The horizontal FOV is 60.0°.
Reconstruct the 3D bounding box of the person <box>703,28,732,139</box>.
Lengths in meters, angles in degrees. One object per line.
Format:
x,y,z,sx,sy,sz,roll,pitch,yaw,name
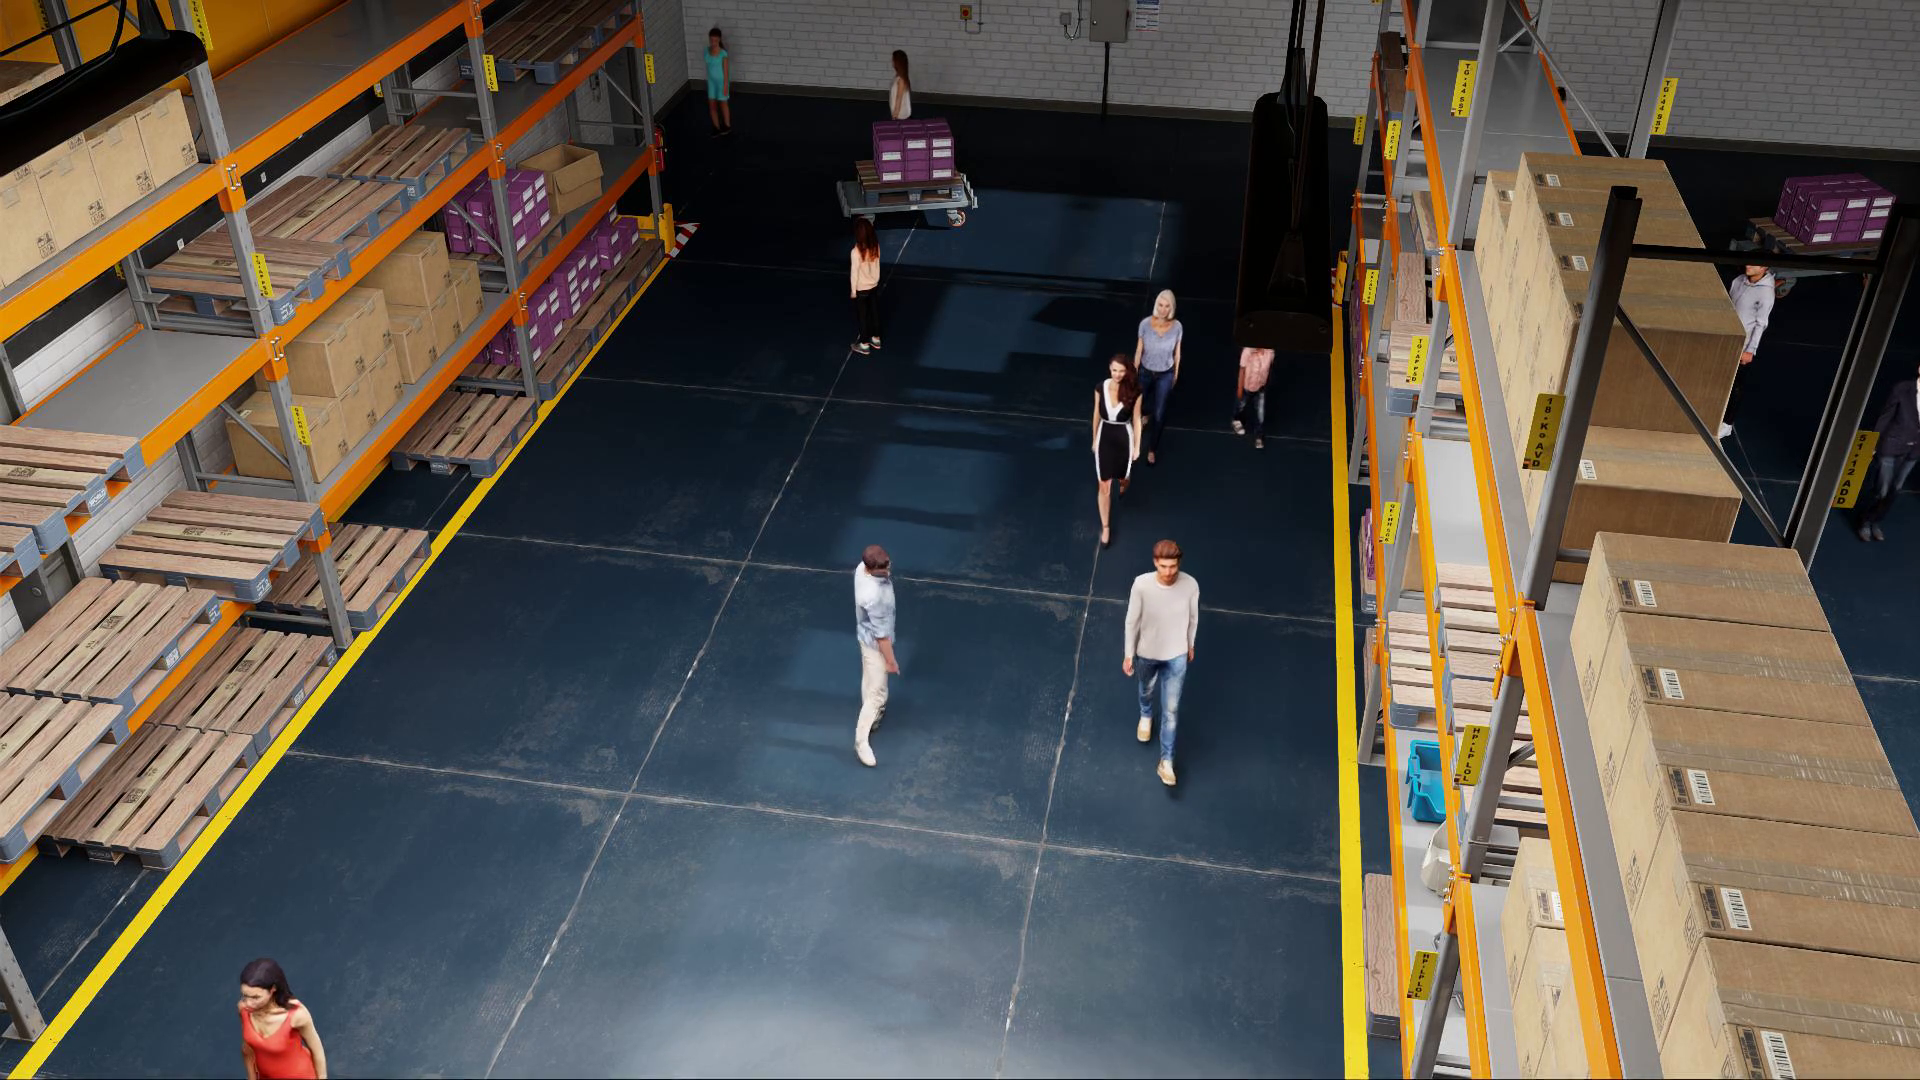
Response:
-3.307,-6.285,22.824,0.624,1.519,0.731,18,38,25,person

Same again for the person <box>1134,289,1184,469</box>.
1.826,-1.584,15.589,0.596,1.698,1.023,5,34,7,person

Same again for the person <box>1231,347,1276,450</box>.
2.784,-1.537,15.897,0.717,1.279,0.976,-8,34,-12,person

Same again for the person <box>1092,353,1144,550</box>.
1.363,-0.840,14.402,0.644,1.772,1.075,8,35,12,person

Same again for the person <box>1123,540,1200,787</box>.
1.431,0.740,11.948,0.728,1.859,1.132,3,34,4,person

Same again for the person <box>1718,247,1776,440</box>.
7.422,-1.898,15.852,0.840,1.930,0.723,-12,35,-17,person

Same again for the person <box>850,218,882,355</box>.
-0.987,-2.667,17.412,0.689,1.484,0.573,22,39,29,person

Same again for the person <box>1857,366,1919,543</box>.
8.113,-0.858,14.397,0.752,1.809,0.703,1,34,1,person

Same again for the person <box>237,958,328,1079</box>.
-3.566,2.859,8.886,0.590,1.718,0.535,7,34,10,person

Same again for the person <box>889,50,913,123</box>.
-0.658,-5.401,21.343,0.857,1.686,1.076,-4,34,-7,person

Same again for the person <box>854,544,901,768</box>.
-0.642,0.697,12.052,0.979,1.815,0.717,-14,36,-20,person
